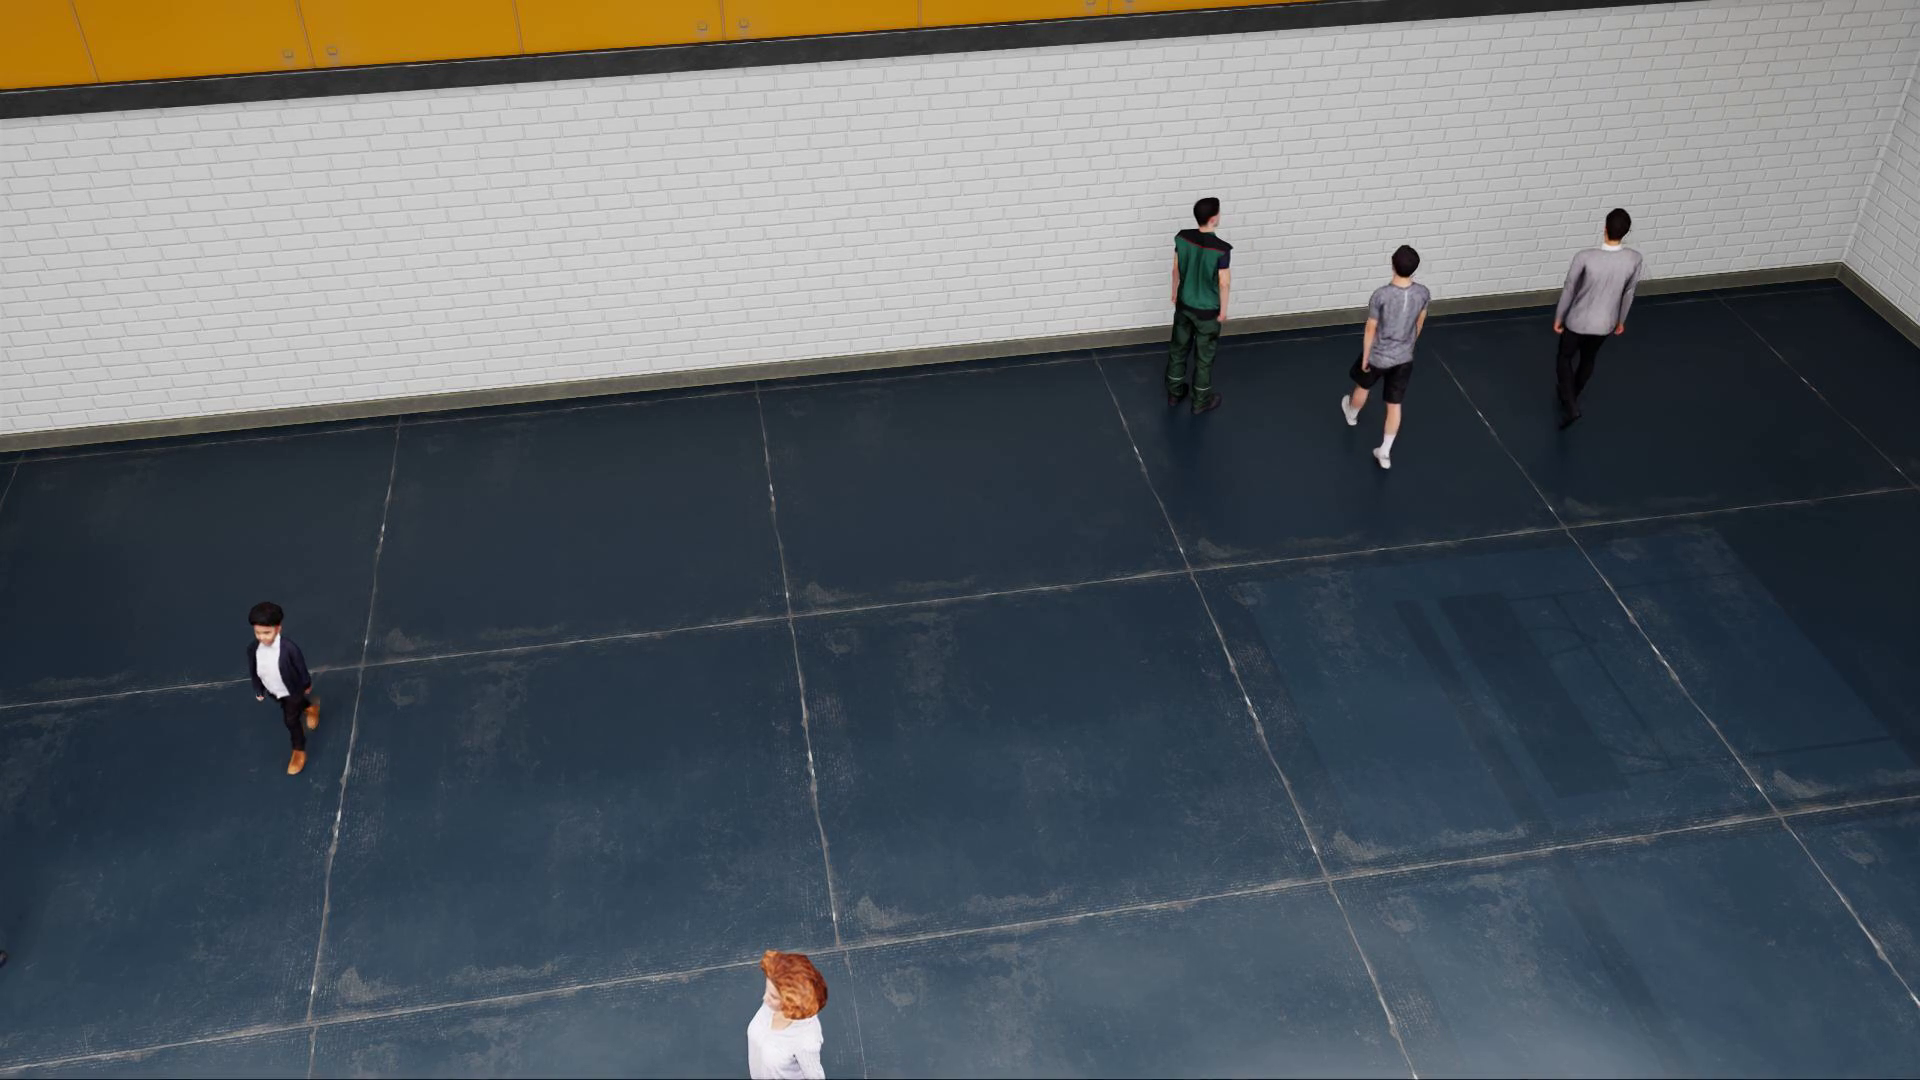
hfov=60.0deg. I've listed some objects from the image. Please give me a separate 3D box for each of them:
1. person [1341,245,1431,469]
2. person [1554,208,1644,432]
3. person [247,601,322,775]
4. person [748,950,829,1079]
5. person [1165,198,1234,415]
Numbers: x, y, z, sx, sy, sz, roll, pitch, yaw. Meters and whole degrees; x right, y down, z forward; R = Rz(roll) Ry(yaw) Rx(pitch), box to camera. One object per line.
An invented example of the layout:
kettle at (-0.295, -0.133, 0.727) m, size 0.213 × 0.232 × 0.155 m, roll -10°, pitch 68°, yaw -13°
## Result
person at (3.391, -1.397, 13.008) m, size 0.758 × 1.844 × 1.134 m, roll -2°, pitch 39°, yaw -2°
person at (5.102, -1.741, 13.388) m, size 0.872 × 1.907 × 1.099 m, roll 1°, pitch 39°, yaw 1°
person at (-4.333, 0.868, 10.680) m, size 0.689 × 1.211 × 0.901 m, roll 7°, pitch 39°, yaw 9°
person at (-0.795, 2.603, 8.105) m, size 0.787 × 1.713 × 0.679 m, roll -22°, pitch 43°, yaw -25°
person at (1.956, -1.924, 13.624) m, size 0.737 × 1.899 × 0.813 m, roll 26°, pitch 45°, yaw 29°
